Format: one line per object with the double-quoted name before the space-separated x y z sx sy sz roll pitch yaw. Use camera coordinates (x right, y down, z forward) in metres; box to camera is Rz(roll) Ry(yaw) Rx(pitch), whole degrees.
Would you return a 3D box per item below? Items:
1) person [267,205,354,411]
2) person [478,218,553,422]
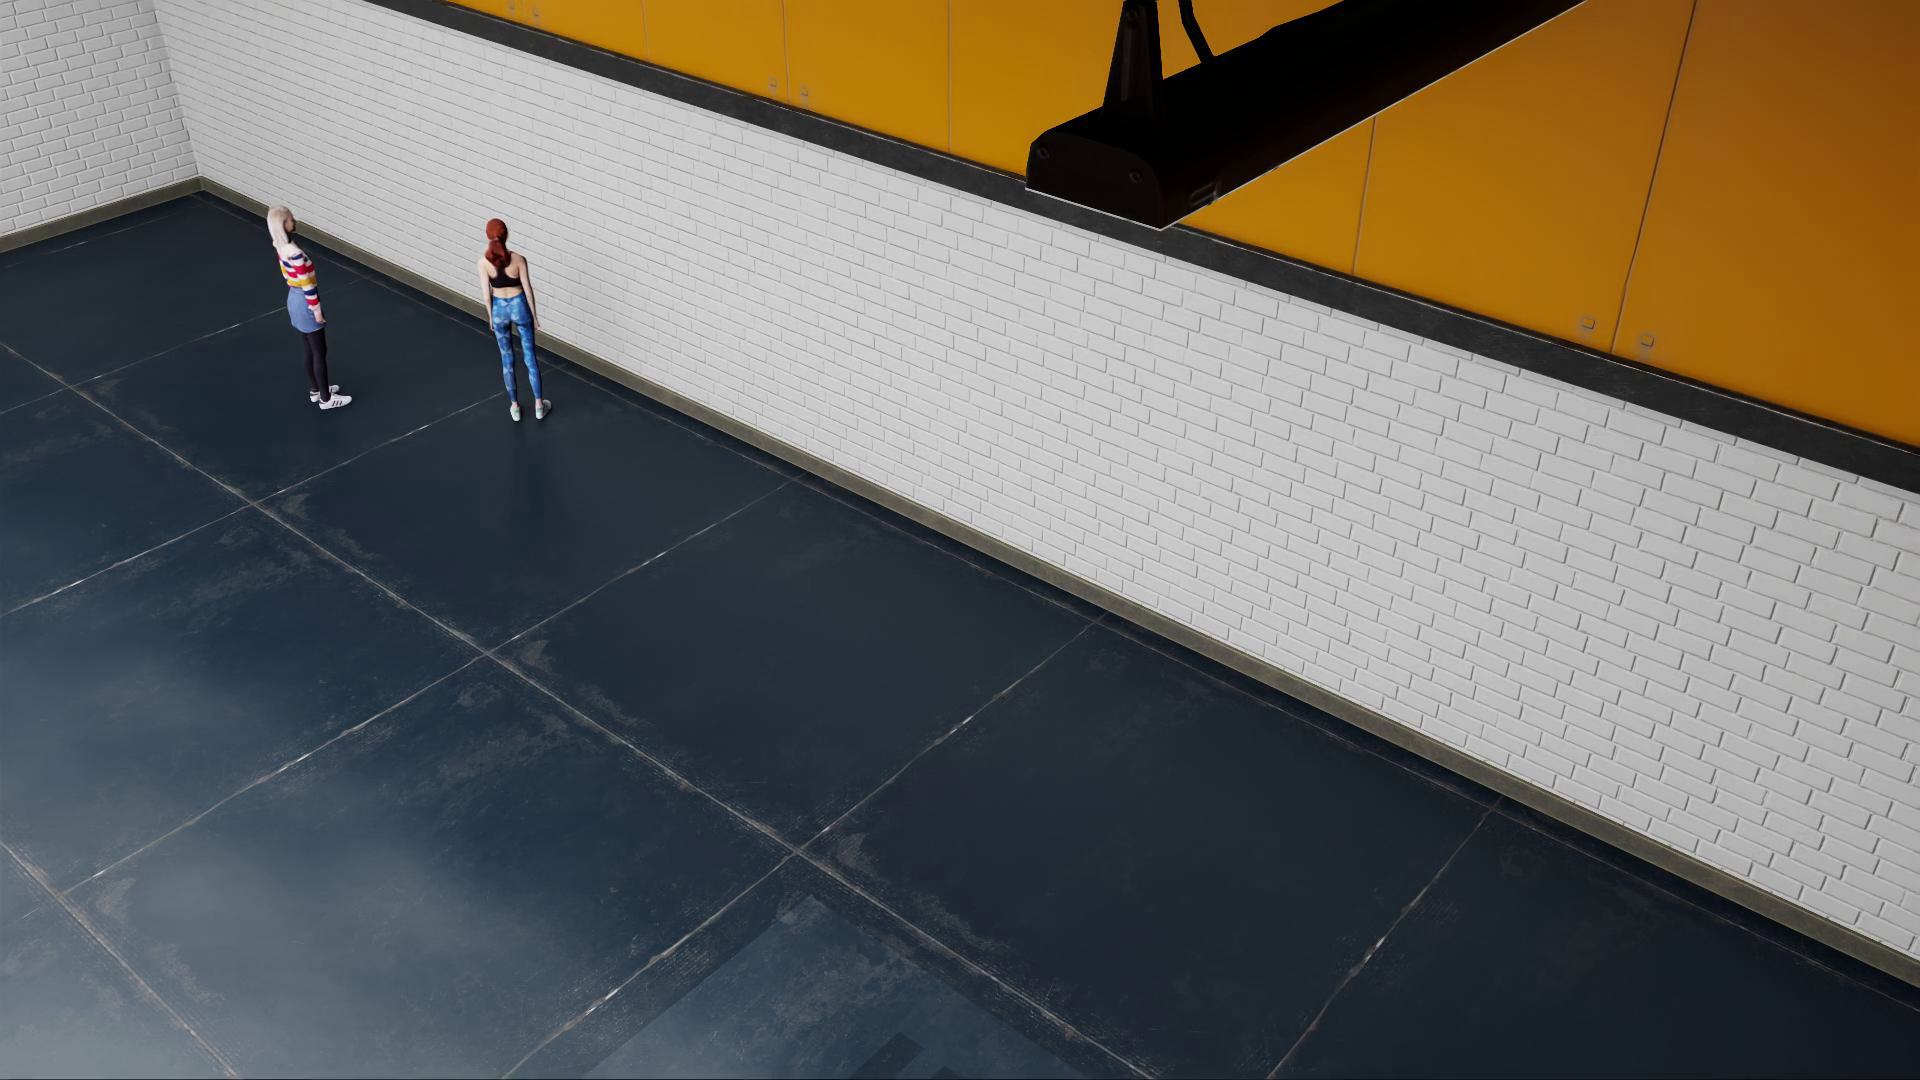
"person" -5.511 -1.964 13.974 0.589 1.809 0.692 -24 41 -32
"person" -3.709 -1.824 13.792 0.693 1.788 0.756 -5 34 -7
